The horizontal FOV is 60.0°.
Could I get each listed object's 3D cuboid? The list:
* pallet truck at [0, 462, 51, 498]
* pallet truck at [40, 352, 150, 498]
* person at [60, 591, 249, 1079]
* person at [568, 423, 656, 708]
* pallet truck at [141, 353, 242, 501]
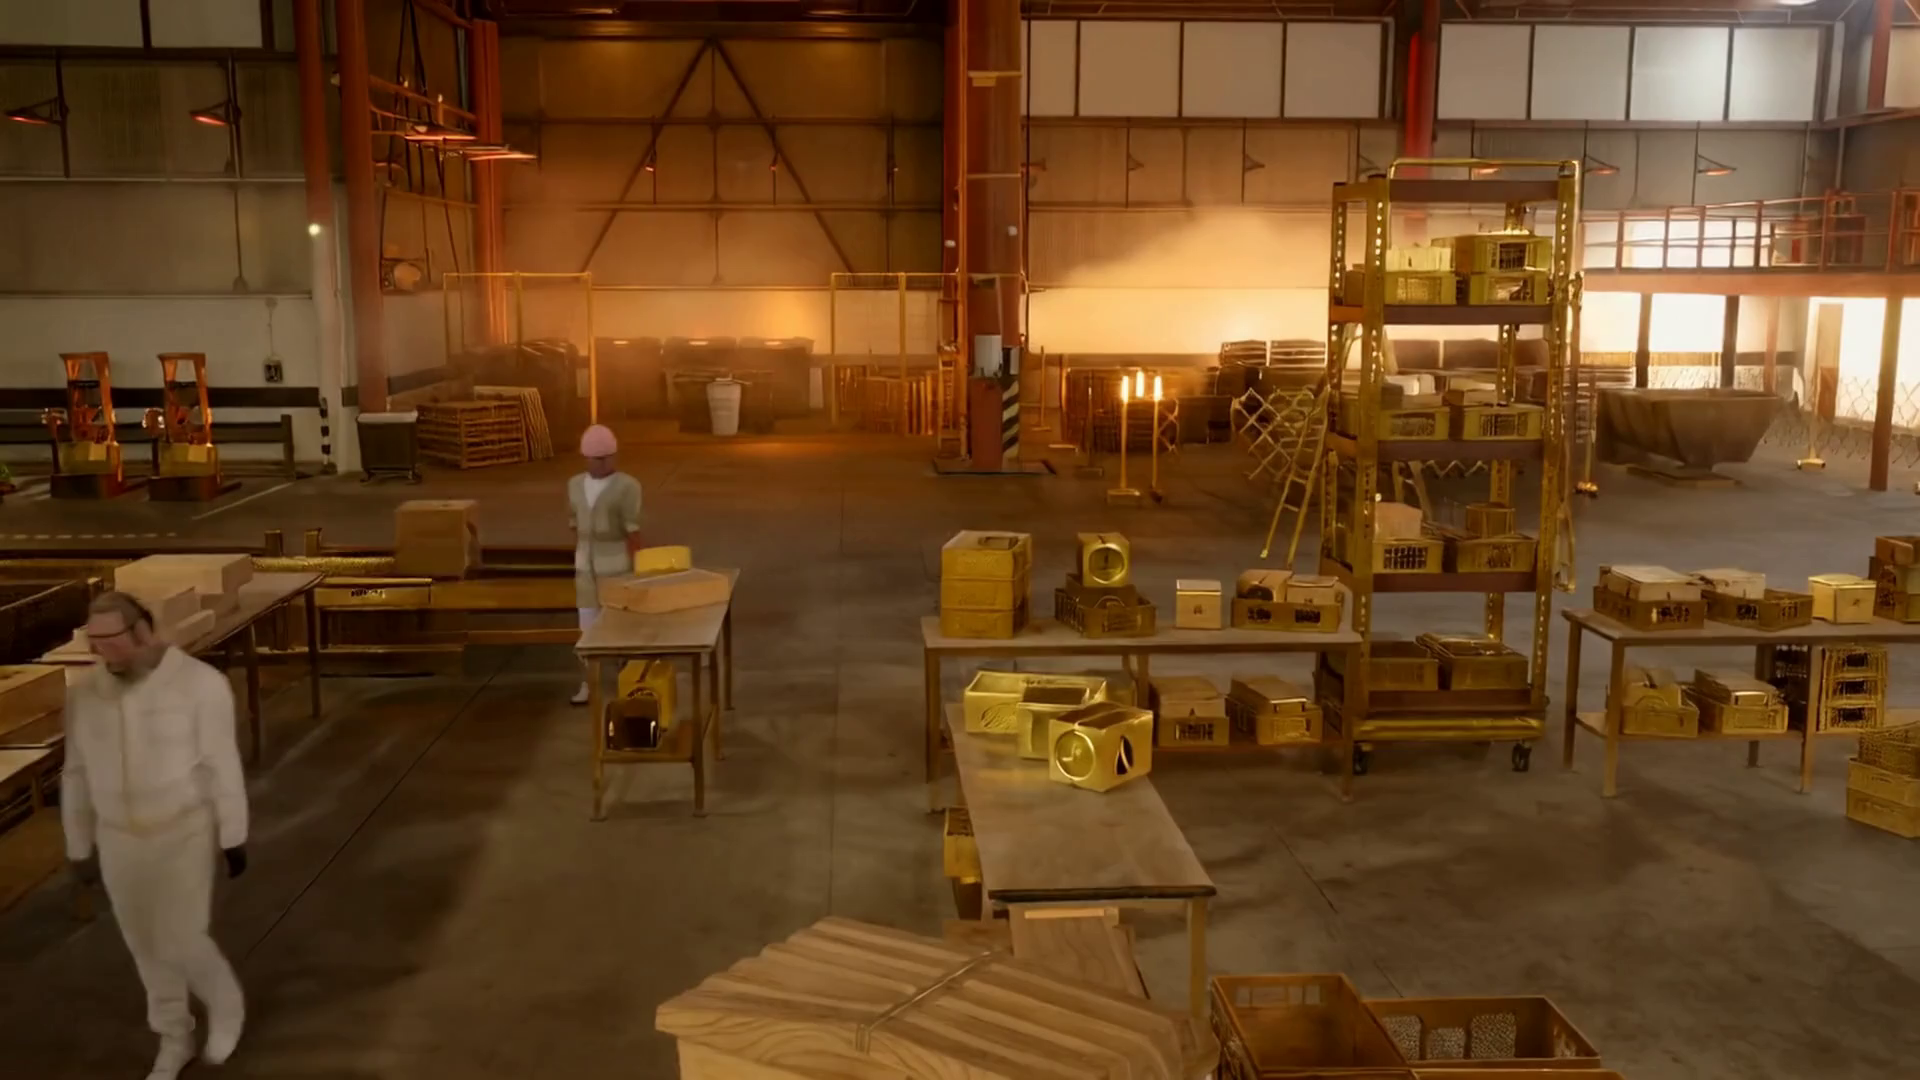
[{"bbox_3d":[-13.193,-1.293,23.148,0.653,1.274,1.630,-1,9,-4],"label":"pallet truck"},{"bbox_3d":[-11.907,-1.642,23.165,0.823,1.965,1.885,0,9,0],"label":"pallet truck"},{"bbox_3d":[-3.017,1.117,6.190,0.663,1.883,0.426,1,9,4],"label":"person"},{"bbox_3d":[-2.482,0.154,11.846,0.610,2.015,0.778,4,10,25],"label":"person"},{"bbox_3d":[-10.520,-1.604,22.925,0.823,1.965,1.885,-1,9,-6],"label":"pallet truck"}]
